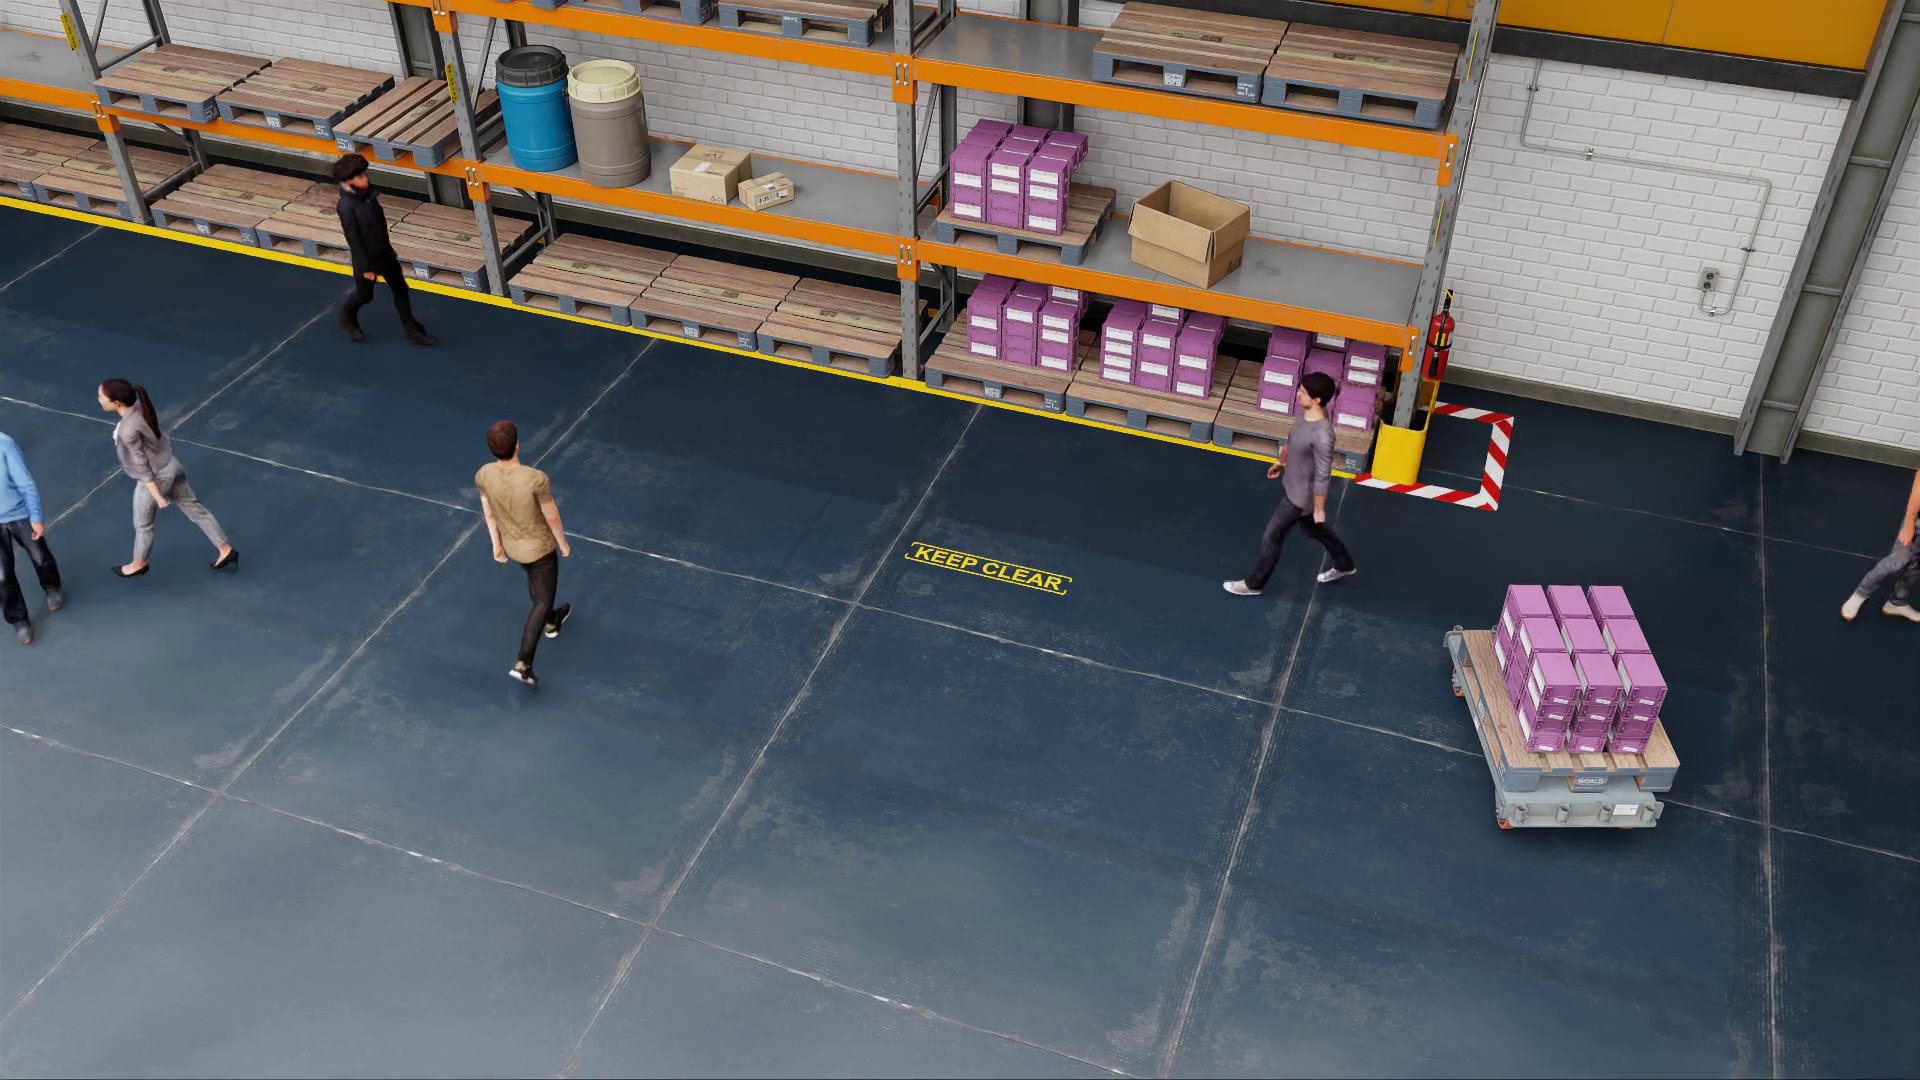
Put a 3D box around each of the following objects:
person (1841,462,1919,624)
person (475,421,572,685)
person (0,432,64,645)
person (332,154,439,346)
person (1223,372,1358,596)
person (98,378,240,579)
[{"bbox_3d":[6.488,-0.187,11.010,0.805,1.839,0.918,-21,43,-24],"label":"person"},{"bbox_3d":[-2.801,0.097,10.667,1.109,1.823,0.735,11,40,14],"label":"person"},{"bbox_3d":[-6.359,-0.220,11.099,0.941,1.781,0.992,-11,40,-13],"label":"person"},{"bbox_3d":[-4.969,-2.379,13.827,1.108,1.751,0.647,12,40,14],"label":"person"},{"bbox_3d":[2.410,-0.351,11.234,1.254,1.817,0.924,2,39,3],"label":"person"},{"bbox_3d":[-5.417,-0.403,11.454,1.170,1.623,0.916,-2,39,-3],"label":"person"}]
